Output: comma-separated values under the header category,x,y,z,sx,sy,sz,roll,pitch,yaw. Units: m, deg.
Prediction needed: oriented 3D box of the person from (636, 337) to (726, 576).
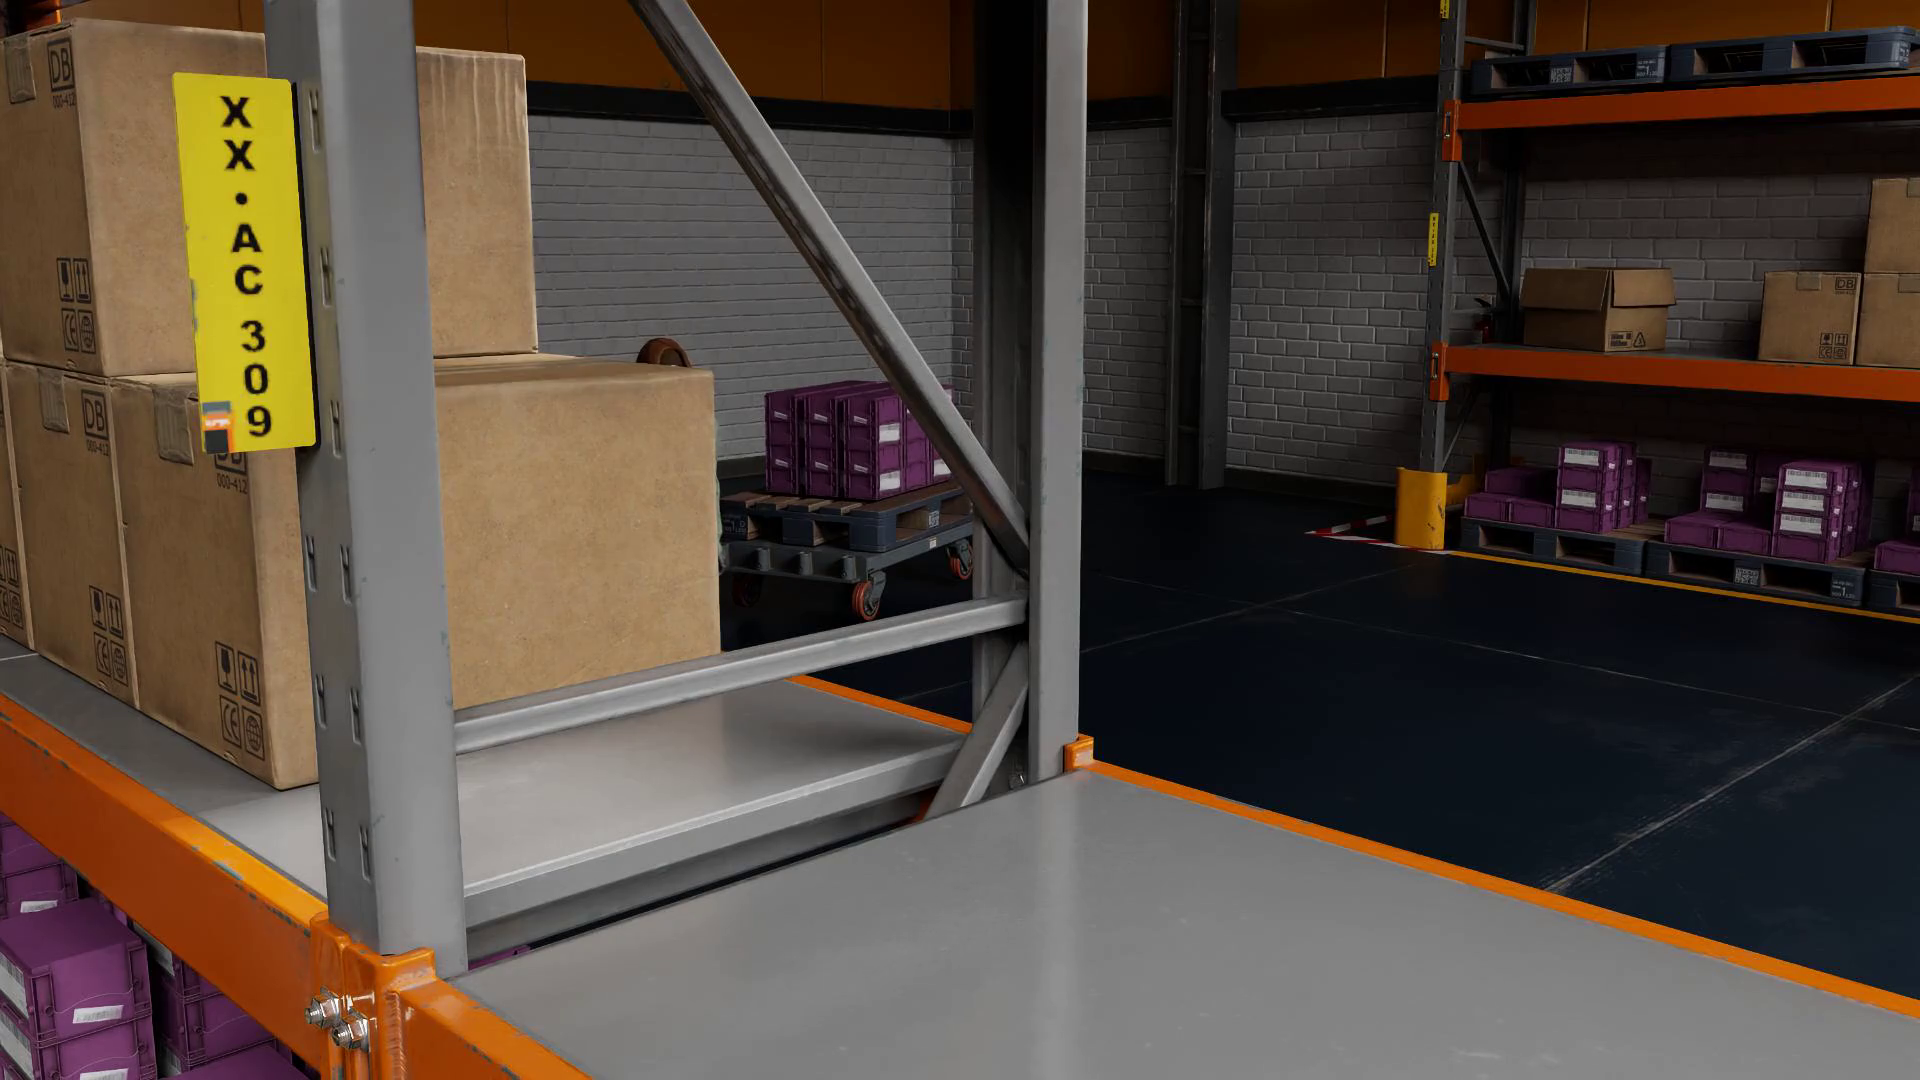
category,x,y,z,sx,sy,sz,roll,pitch,yaw
person,-1.140,0.037,6.445,0.497,1.636,0.285,-8,13,-36
